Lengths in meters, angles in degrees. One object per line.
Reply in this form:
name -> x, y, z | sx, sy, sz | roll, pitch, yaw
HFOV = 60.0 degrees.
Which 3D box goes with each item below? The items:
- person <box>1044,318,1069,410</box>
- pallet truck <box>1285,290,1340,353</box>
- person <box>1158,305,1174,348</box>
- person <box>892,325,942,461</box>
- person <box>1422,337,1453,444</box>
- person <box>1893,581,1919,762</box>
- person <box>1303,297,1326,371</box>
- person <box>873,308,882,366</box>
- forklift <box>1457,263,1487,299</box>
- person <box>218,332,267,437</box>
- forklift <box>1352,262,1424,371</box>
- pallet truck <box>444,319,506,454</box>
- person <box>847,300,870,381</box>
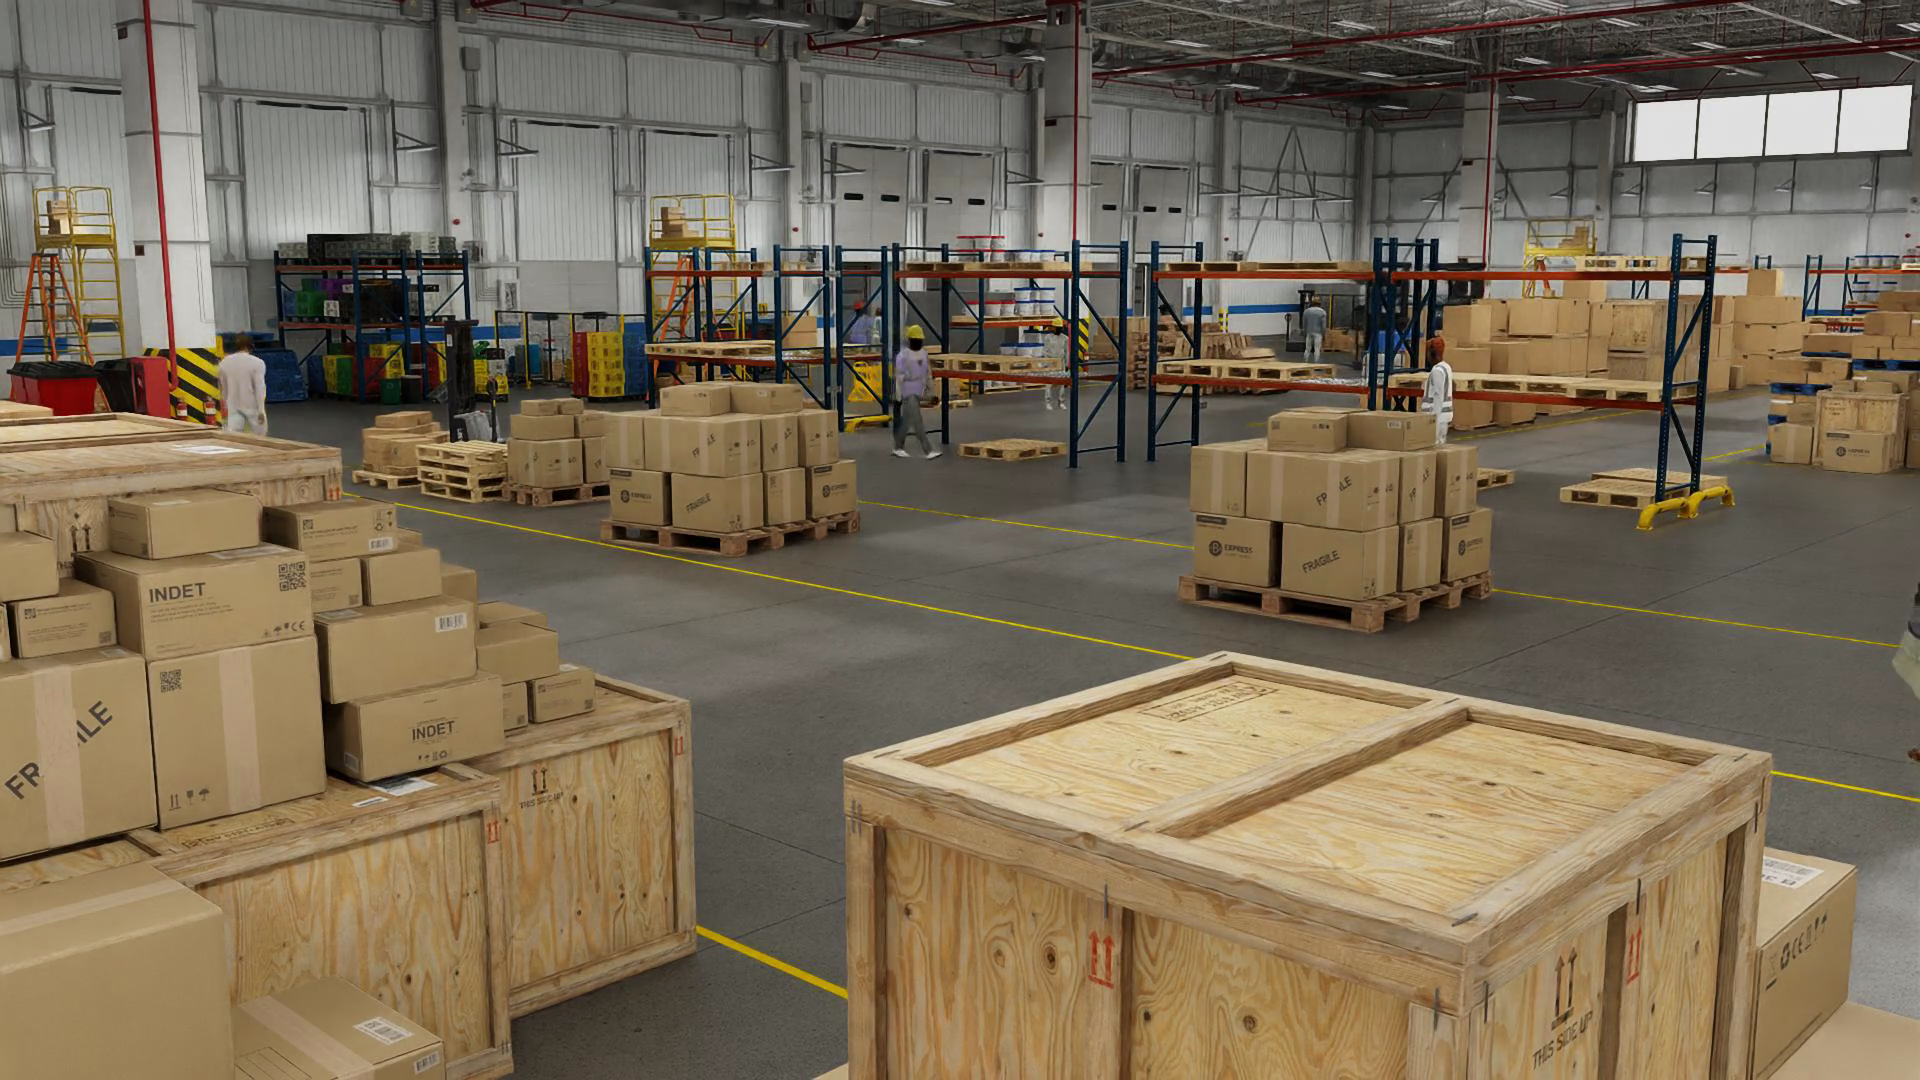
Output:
person -> 1.824, -3.322, 31.410 | 0.484, 1.739, 0.319 | -2, 9, -12
pallet truck -> 11.297, -6.951, 52.861 | 1.885, 1.965, 0.823 | -5, 11, -29
person -> 5.791, -5.757, 46.571 | 0.689, 1.659, 0.357 | -2, 9, -13
person -> -0.614, -2.049, 23.181 | 0.999, 1.873, 0.609 | 7, 12, 38
person -> 5.438, -1.372, 18.997 | 0.357, 1.886, 0.573 | 4, 10, 22
person -> 5.205, 0.314, 8.759 | 0.546, 1.852, 0.415 | -3, 10, -16
person -> 9.222, -5.350, 43.277 | 0.628, 1.929, 0.357 | 6, 11, 33
person -> -2.157, -5.385, 44.393 | 0.316, 1.632, 0.524 | -2, 9, -10
forklift -> 14.187, -6.313, 46.252 | 1.873, 2.768, 1.129 | -3, 10, -17
person -> -8.899, -1.639, 20.668 | 0.643, 1.886, 1.065 | 1, 9, 8
forklift -> 10.939, -5.655, 42.217 | 1.129, 2.768, 1.873 | -2, 9, -12
pallet truck -> -6.981, -1.942, 22.150 | 1.885, 1.965, 0.823 | 1, 9, 9
person -> -2.412, -4.721, 39.447 | 0.547, 1.921, 0.401 | 3, 10, 16
